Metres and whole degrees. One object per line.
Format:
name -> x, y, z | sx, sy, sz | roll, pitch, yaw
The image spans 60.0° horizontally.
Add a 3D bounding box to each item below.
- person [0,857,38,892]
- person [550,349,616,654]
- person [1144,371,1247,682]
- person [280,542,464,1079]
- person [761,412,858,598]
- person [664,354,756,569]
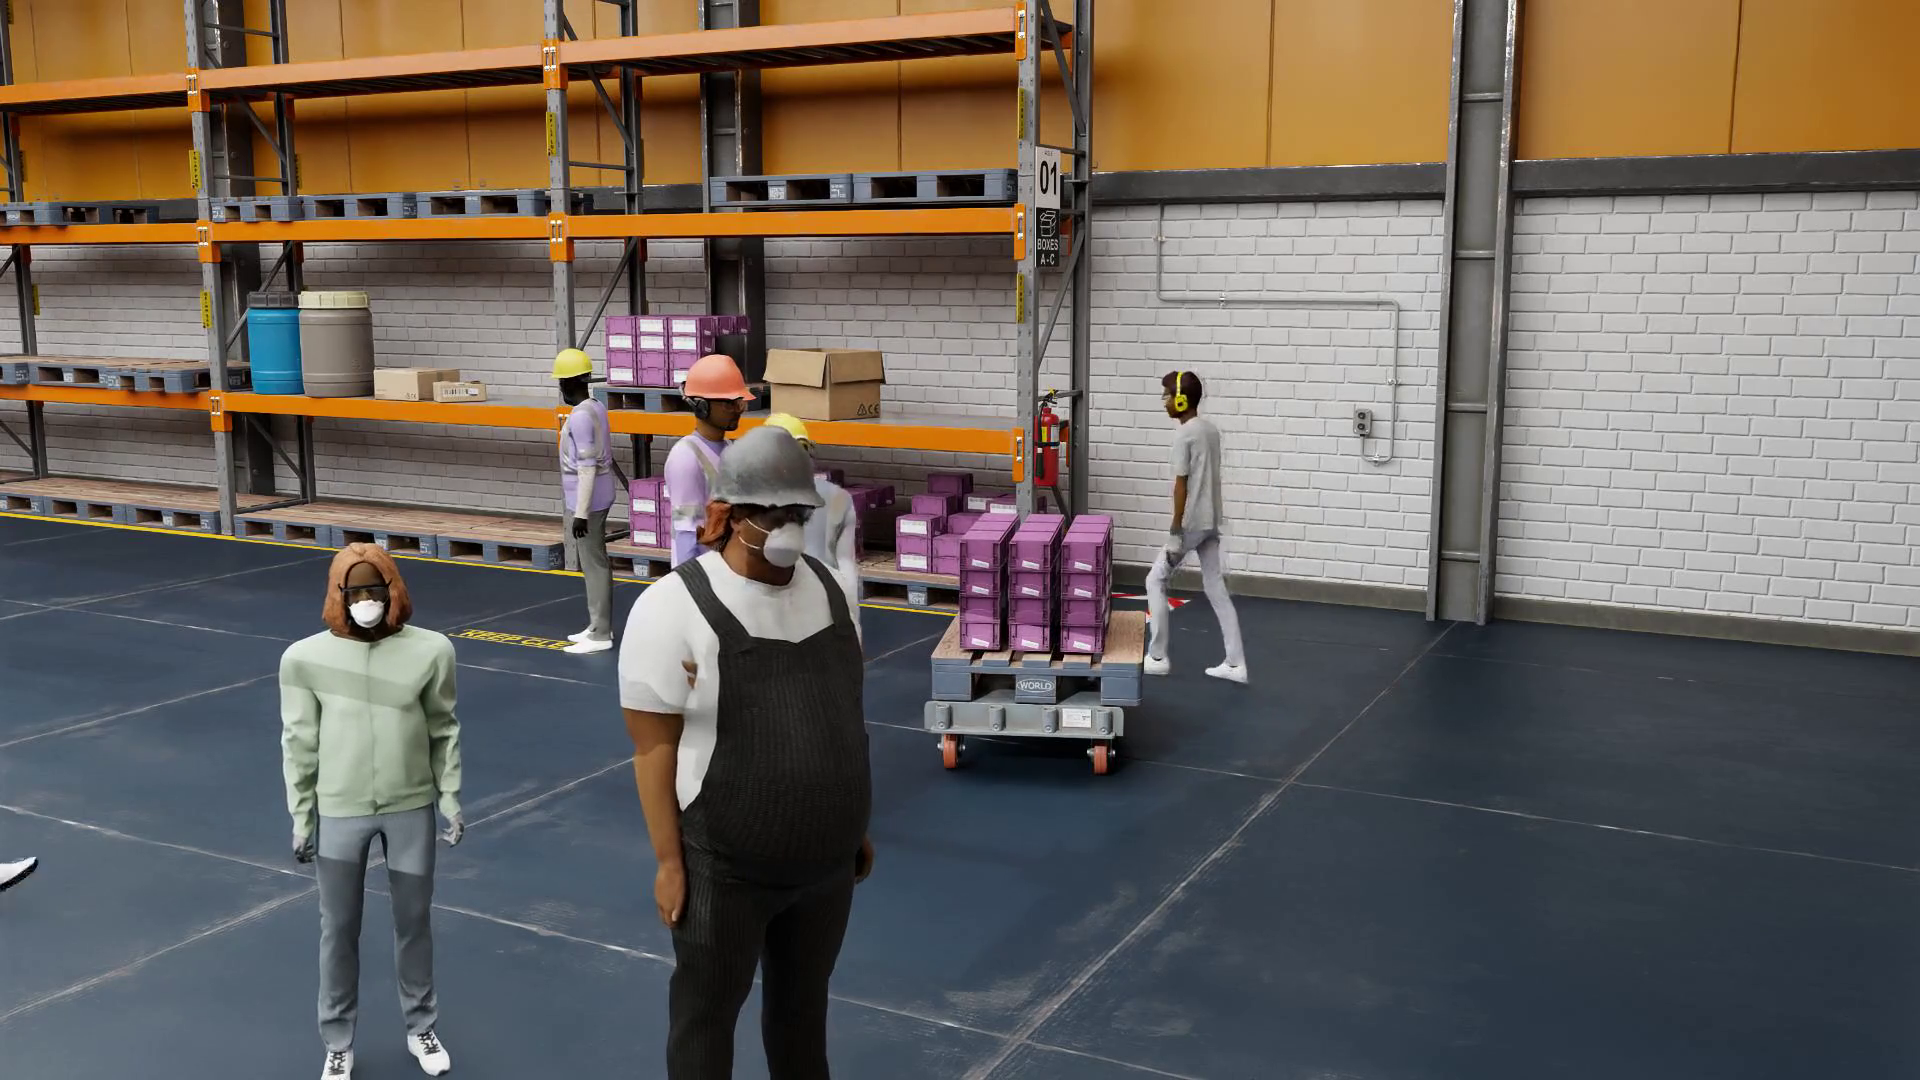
person -> -3.990, 0.515, 6.012 | 0.991, 1.856, 0.673 | -1, 9, -6
person -> -2.374, -0.242, 10.509 | 0.383, 1.922, 0.587 | -1, 9, -5
person -> 1.306, -0.070, 9.763 | 0.852, 1.821, 0.601 | 7, 11, 35
person -> -1.719, 0.808, 4.913 | 0.501, 1.633, 0.281 | -4, 10, -25
person -> -0.739, 0.331, 7.412 | 0.593, 1.787, 0.872 | -3, 10, -18
person -> -1.086, 0.195, 7.439 | 0.394, 2.041, 0.612 | 2, 9, 9
